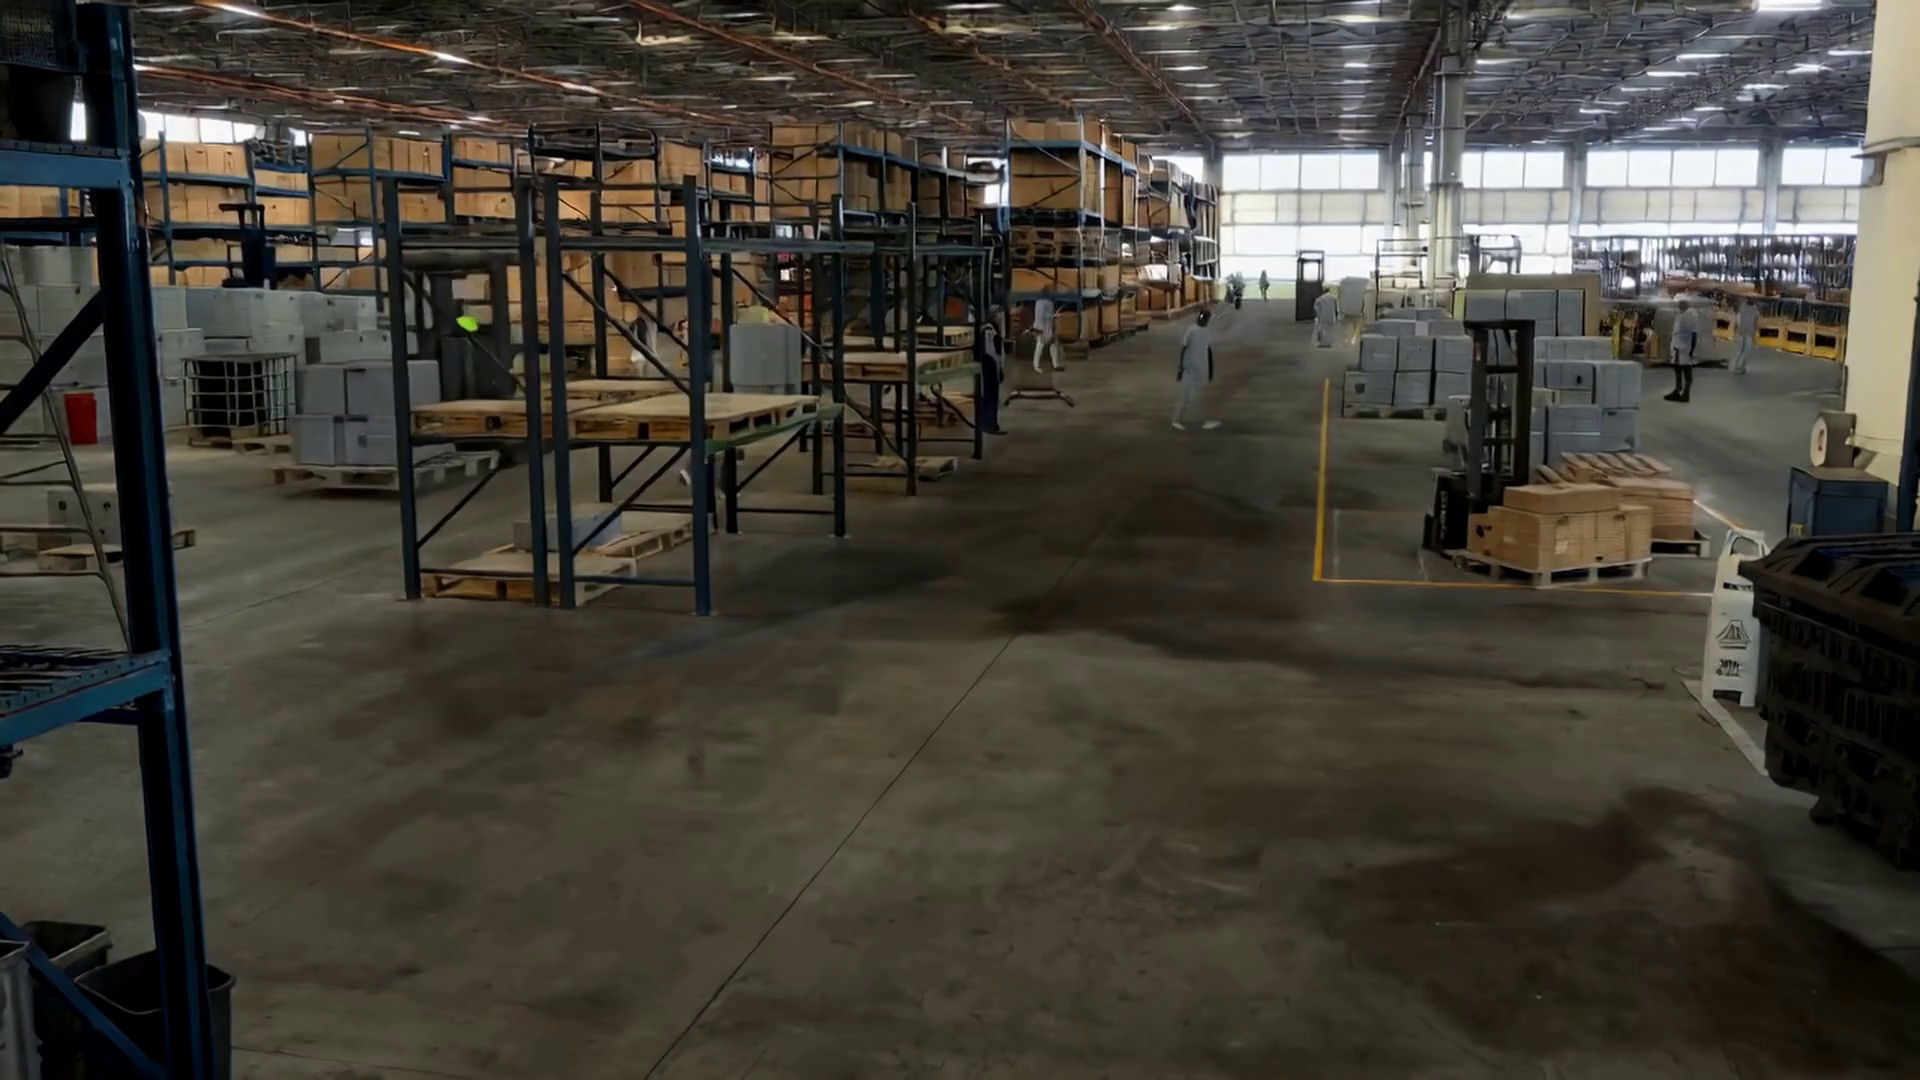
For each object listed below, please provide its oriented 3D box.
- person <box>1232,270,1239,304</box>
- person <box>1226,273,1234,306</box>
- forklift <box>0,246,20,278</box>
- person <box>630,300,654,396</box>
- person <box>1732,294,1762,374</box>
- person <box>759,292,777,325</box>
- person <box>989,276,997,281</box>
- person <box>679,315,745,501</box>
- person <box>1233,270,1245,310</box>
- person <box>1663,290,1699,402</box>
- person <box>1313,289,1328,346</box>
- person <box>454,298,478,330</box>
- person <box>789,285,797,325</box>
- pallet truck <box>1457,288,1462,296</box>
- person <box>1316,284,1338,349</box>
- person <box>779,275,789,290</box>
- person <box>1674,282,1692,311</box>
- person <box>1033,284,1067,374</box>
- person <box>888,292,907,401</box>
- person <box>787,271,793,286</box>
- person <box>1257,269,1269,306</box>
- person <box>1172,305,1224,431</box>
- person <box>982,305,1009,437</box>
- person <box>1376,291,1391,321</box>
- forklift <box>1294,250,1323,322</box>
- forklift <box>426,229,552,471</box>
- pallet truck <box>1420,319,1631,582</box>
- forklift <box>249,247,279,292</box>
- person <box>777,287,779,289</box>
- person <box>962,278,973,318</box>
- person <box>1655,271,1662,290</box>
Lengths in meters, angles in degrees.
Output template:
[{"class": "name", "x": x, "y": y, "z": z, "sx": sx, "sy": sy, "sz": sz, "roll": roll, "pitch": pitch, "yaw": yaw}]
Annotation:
[{"class": "person", "x": 15.138, "y": -13.799, "z": 90.832, "sx": 0.615, "sy": 1.889, "sz": 1.011, "roll": -3, "pitch": 10, "yaw": -15}, {"class": "person", "x": 14.409, "y": -13.329, "z": 88.432, "sx": 0.527, "sy": 1.768, "sz": 0.314, "roll": 2, "pitch": 10, "yaw": 14}, {"class": "forklift", "x": -25.098, "y": -6.365, "z": 43.899, "sx": 1.129, "sy": 2.768, "sz": 1.873, "roll": 6, "pitch": 11, "yaw": 33}, {"class": "person", "x": -4.699, "y": -2.607, "z": 24.594, "sx": 0.357, "sy": 1.881, "sz": 0.574, "roll": -4, "pitch": 10, "yaw": -21}, {"class": "person", "x": 16.958, "y": -4.425, "z": 35.799, "sx": 0.432, "sy": 1.732, "sz": 0.530, "roll": -1, "pitch": 10, "yaw": -4}, {"class": "person", "x": -3.799, "y": -4.022, "z": 33.162, "sx": 0.937, "sy": 1.812, "sz": 0.533, "roll": 0, "pitch": 10, "yaw": -2}, {"class": "person", "x": 1.588, "y": -11.494, "z": 77.053, "sx": 0.371, "sy": 1.941, "sz": 0.627, "roll": -5, "pitch": 11, "yaw": -29}, {"class": "person", "x": -2.579, "y": -1.362, "z": 17.138, "sx": 0.766, "sy": 1.905, "sz": 0.584, "roll": 4, "pitch": 10, "yaw": 23}, {"class": "person", "x": 13.657, "y": -12.216, "z": 81.354, "sx": 0.564, "sy": 1.927, "sz": 0.423, "roll": 2, "pitch": 10, "yaw": 11}, {"class": "person", "x": 12.561, "y": -3.371, "z": 28.960, "sx": 0.364, "sy": 1.935, "sz": 0.552, "roll": -3, "pitch": 10, "yaw": -15}, {"class": "person", "x": 10.328, "y": -6.353, "z": 47.476, "sx": 0.527, "sy": 1.640, "sz": 0.890, "roll": -2, "pitch": 10, "yaw": -14}, {"class": "person", "x": -7.376, "y": -2.651, "z": 24.800, "sx": 0.836, "sy": 1.913, "sz": 0.633, "roll": 6, "pitch": 11, "yaw": 30}, {"class": "person", "x": -5.335, "y": -7.370, "z": 53.531, "sx": 0.286, "sy": 1.633, "sz": 0.499, "roll": -9, "pitch": 13, "yaw": -44}, {"class": "pallet truck", "x": 20.506, "y": -9.785, "z": 68.819, "sx": 0.653, "sy": 1.274, "sz": 1.630, "roll": 2, "pitch": 10, "yaw": 12}, {"class": "person", "x": 10.141, "y": -6.161, "z": 45.949, "sx": 0.599, "sy": 1.783, "sz": 0.862, "roll": -2, "pitch": 10, "yaw": -14}, {"class": "person", "x": -6.470, "y": -8.980, "z": 62.363, "sx": 0.696, "sy": 1.870, "sz": 0.685, "roll": 4, "pitch": 10, "yaw": 21}, {"class": "person", "x": 24.026, "y": -7.698, "z": 55.254, "sx": 0.573, "sy": 1.711, "sz": 0.927, "roll": 3, "pitch": 10, "yaw": 18}, {"class": "person", "x": 1.932, "y": -4.589, "z": 36.172, "sx": 0.932, "sy": 1.921, "sz": 0.629, "roll": -9, "pitch": 13, "yaw": -42}, {"class": "person", "x": -1.059, "y": -3.352, "z": 28.953, "sx": 0.463, "sy": 1.900, "sz": 0.625, "roll": -1, "pitch": 10, "yaw": -7}, {"class": "person", "x": -6.584, "y": -9.200, "z": 63.189, "sx": 0.605, "sy": 2.035, "sz": 0.392, "roll": -8, "pitch": 12, "yaw": -38}, {"class": "person", "x": 16.162, "y": -13.419, "z": 88.417, "sx": 0.611, "sy": 1.958, "sz": 0.994, "roll": -4, "pitch": 10, "yaw": -22}, {"class": "person", "x": 3.438, "y": -2.479, "z": 24.043, "sx": 0.541, "sy": 1.812, "sz": 0.937, "roll": -9, "pitch": 13, "yaw": -41}, {"class": "person", "x": 0.454, "y": -2.354, "z": 23.207, "sx": 0.342, "sy": 1.846, "sz": 0.508, "roll": -5, "pitch": 11, "yaw": -26}, {"class": "person", "x": 10.738, "y": -5.451, "z": 42.006, "sx": 0.536, "sy": 1.680, "sz": 0.578, "roll": -8, "pitch": 12, "yaw": -38}, {"class": "forklift", "x": 13.778, "y": -10.002, "z": 65.433, "sx": 1.129, "sy": 2.768, "sz": 1.873, "roll": 2, "pitch": 10, "yaw": 12}, {"class": "forklift", "x": -5.826, "y": -2.322, "z": 19.957, "sx": 1.129, "sy": 2.768, "sz": 1.873, "roll": 2, "pitch": 10, "yaw": 12}, {"class": "pallet truck", "x": 4.543, "y": -0.757, "z": 13.299, "sx": 0.823, "sy": 1.965, "sz": 1.885, "roll": -4, "pitch": 10, "yaw": -22}, {"class": "forklift", "x": -20.919, "y": -7.427, "z": 50.185, "sx": 1.873, "sy": 2.768, "sz": 1.129, "roll": 2, "pitch": 10, "yaw": 12}, {"class": "person", "x": -7.188, "y": -9.630, "z": 66.425, "sx": 0.601, "sy": 1.813, "sz": 0.628, "roll": 0, "pitch": 10, "yaw": 1}, {"class": "person", "x": 0.332, "y": -8.549, "z": 60.019, "sx": 0.842, "sy": 1.813, "sz": 0.635, "roll": 3, "pitch": 10, "yaw": 17}, {"class": "person", "x": 37.795, "y": -13.603, "z": 89.864, "sx": 0.653, "sy": 1.820, "sz": 0.610, "roll": 2, "pitch": 10, "yaw": 12}]
